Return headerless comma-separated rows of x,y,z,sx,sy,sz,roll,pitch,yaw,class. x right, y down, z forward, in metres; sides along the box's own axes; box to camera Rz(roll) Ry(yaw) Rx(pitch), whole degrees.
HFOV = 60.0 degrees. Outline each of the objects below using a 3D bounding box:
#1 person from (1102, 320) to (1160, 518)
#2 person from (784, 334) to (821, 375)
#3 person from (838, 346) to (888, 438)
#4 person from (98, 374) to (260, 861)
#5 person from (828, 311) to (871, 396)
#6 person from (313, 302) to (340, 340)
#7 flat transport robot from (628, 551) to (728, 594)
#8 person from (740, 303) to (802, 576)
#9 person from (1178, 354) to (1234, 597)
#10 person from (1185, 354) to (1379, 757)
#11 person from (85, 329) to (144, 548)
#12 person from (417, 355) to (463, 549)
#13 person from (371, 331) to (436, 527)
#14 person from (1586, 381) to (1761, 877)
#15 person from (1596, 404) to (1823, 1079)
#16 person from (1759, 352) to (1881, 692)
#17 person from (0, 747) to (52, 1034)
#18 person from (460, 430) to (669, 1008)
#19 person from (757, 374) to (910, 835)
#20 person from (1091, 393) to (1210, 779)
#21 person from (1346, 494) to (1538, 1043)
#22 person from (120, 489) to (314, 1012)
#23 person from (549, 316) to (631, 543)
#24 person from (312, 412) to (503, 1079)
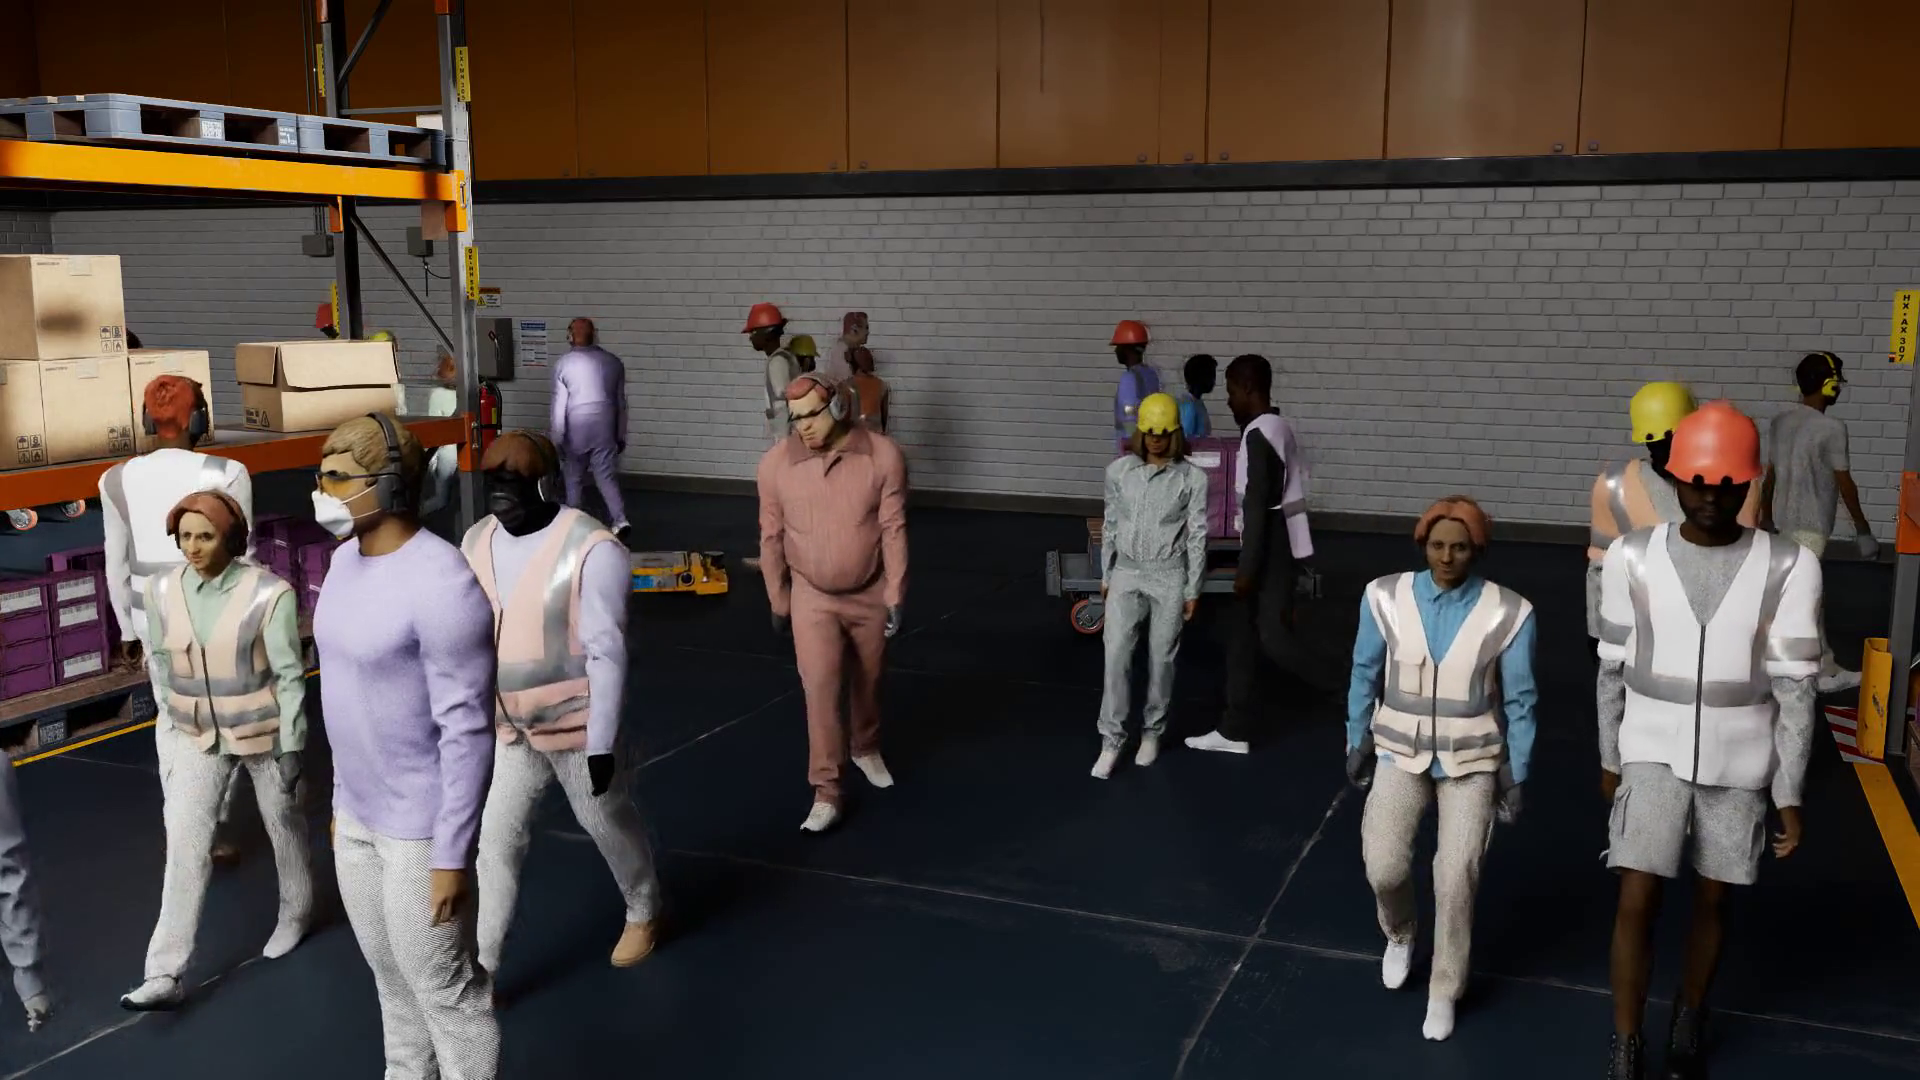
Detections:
1.324,-0.641,12.028,0.976,1.895,0.565,6,11,32,person
-1.200,-0.676,12.608,0.359,1.753,0.535,0,9,-2,person
-0.851,-0.774,13.606,0.539,1.614,0.719,-8,12,-38,person
-2.864,0.319,6.198,0.596,1.871,0.418,1,9,3,person
-1.009,-1.053,14.492,0.666,1.884,0.657,1,9,6,person
-5.561,-1.159,14.955,0.544,1.950,0.650,-2,10,-12,person
-2.348,0.237,11.556,1.431,0.197,0.652,-2,10,-10,flat transport robot
-1.284,-0.701,12.060,0.700,1.998,0.604,-1,9,-7,person
1.660,-0.439,11.421,0.687,1.662,0.546,1,9,6,person
1.499,0.081,7.667,0.811,1.869,0.629,2,10,10,person
-5.479,-0.460,10.956,0.608,1.867,0.554,-8,12,-39,person
-3.987,-0.644,12.837,0.612,1.613,0.509,4,10,24,person
-4.908,-0.908,14.140,0.527,1.738,0.852,4,10,25,person
2.683,0.324,6.280,0.609,1.846,1.059,4,10,21,person
1.930,0.605,4.364,0.543,1.905,0.806,4,10,25,person
4.456,-0.053,8.618,0.851,1.828,0.516,-1,9,-8,person
-2.189,0.932,3.347,0.515,1.590,0.848,1,9,7,person
-1.245,0.545,5.121,0.639,1.792,0.992,4,10,24,person
-0.523,0.227,6.905,0.624,1.838,0.979,-1,9,-4,person
0.835,0.208,7.349,0.502,1.705,0.720,3,10,17,person
1.407,0.658,4.896,0.542,1.620,0.397,4,10,23,person
-2.268,0.635,5.141,0.537,1.577,0.926,1,9,4,person
-2.954,-0.848,13.322,0.659,1.877,0.819,-5,11,-29,person
-1.308,0.666,3.912,0.372,1.941,0.627,-9,13,-43,person
